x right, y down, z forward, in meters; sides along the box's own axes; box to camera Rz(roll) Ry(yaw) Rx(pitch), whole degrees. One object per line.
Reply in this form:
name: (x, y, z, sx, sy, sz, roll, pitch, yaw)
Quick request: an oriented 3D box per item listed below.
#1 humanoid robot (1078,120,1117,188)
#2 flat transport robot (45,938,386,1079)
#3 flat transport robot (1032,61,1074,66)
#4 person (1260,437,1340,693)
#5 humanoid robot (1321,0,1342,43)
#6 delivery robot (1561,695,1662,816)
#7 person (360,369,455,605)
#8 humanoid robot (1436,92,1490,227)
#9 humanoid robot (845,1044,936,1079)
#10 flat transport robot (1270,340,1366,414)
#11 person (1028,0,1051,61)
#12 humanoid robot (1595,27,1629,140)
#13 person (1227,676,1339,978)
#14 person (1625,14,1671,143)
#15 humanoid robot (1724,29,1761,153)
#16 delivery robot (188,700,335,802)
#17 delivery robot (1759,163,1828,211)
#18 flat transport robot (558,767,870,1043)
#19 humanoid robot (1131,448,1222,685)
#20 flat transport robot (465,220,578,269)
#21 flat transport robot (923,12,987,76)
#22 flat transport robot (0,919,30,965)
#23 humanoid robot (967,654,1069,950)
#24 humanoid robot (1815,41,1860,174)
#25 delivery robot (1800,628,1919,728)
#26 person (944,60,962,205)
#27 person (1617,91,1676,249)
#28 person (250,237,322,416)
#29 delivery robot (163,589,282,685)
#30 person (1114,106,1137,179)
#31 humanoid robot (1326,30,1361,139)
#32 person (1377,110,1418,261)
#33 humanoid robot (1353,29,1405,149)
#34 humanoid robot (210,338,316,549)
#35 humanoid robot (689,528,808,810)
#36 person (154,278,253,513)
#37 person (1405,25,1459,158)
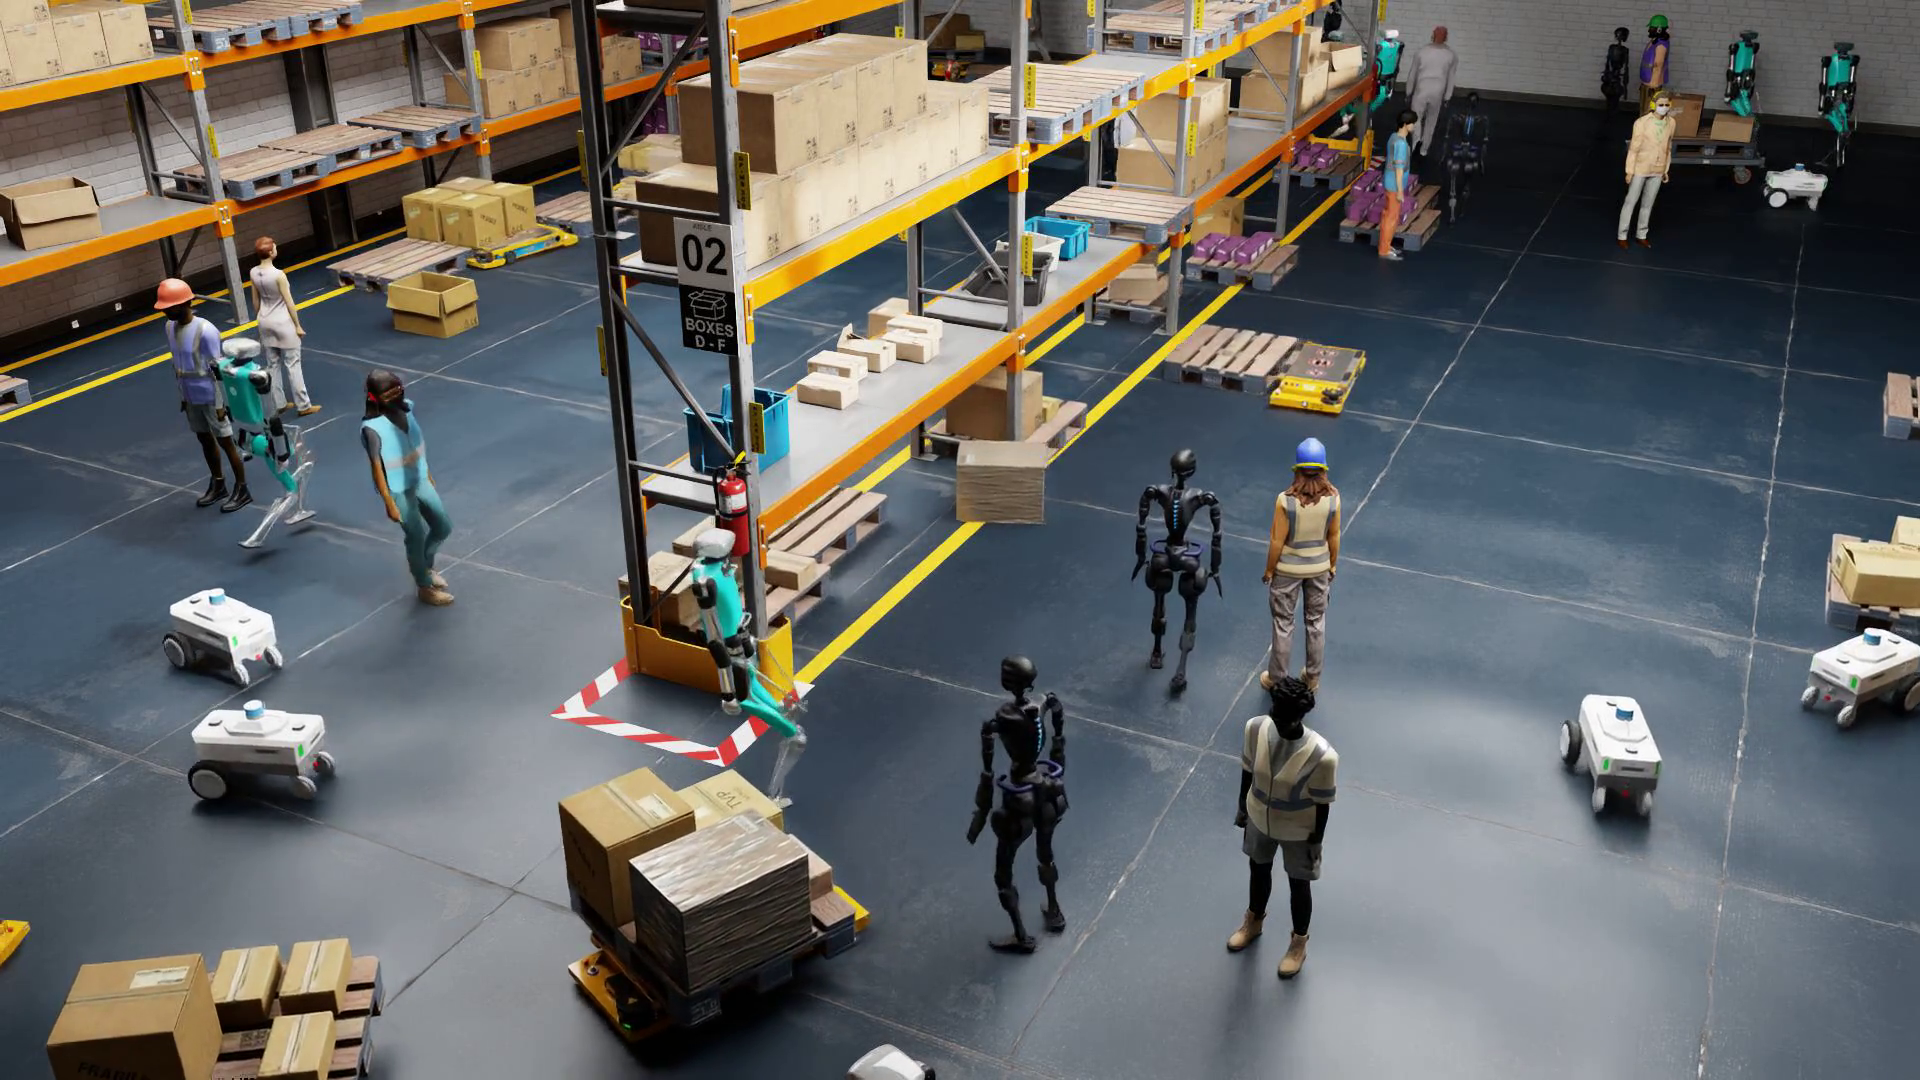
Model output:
humanoid robot: (1.907, -5.604, 22.524, 0.612, 1.620, 0.608, -22, 34, -37)
flat transport robot: (-3.326, 2.504, 7.720, 0.659, 0.231, 1.431, -4, 27, -9)
flat transport robot: (1.446, -6.583, 26.076, 1.431, 0.231, 0.659, 0, 26, -1)
person: (2.190, 0.181, 10.711, 0.481, 1.776, 0.313, -4, 27, -8)
humanoid robot: (6.141, -8.233, 27.828, 0.410, 1.631, 0.603, 19, 32, 34)
delivery robot: (3.931, 1.244, 9.962, 0.499, 0.612, 0.805, 4, 27, 7)
person: (-3.880, -0.364, 11.736, 0.453, 1.843, 0.570, 11, 28, 21)
humanoid robot: (6.334, -4.830, 20.988, 0.585, 1.628, 0.751, 5, 27, 9)
humanoid robot: (-0.070, 2.553, 5.815, 0.735, 1.677, 0.533, 17, 31, 31)
flat transport robot: (3.452, -1.574, 15.958, 0.659, 0.231, 1.431, 10, 28, 19)
person: (1.281, -9.198, 29.692, 0.954, 1.768, 0.518, 11, 28, 20)
humanoid robot: (9.878, -6.881, 25.081, 0.335, 1.647, 0.589, -6, 27, -12)
person: (1.611, 1.412, 8.325, 0.534, 1.693, 0.321, 21, 33, 36)
person: (10.233, -6.782, 24.620, 0.427, 1.924, 0.530, 2, 26, 4)
humanoid robot: (11.491, -6.412, 24.176, 0.547, 1.874, 0.841, -12, 29, -23)
delivery robot: (-4.192, 1.238, 9.953, 0.789, 0.593, 0.499, 2, 26, 5)
delivery robot: (10.923, -4.631, 21.810, 0.766, 0.594, 0.529, 6, 27, 11)
flat transport robot: (-1.233, 2.060, 8.616, 1.431, 0.231, 0.659, -20, 32, -34)
humanoid robot: (1.417, 0.170, 10.859, 0.609, 1.644, 0.580, 7, 27, 14)
flat transport robot: (-5.348, -3.545, 19.940, 0.659, 0.231, 1.431, 18, 32, 32)
flat transport robot: (-0.139, -8.689, 30.330, 0.659, 0.231, 1.431, 2, 26, 4)
flat transport robot: (-5.294, 2.296, 8.140, 0.659, 0.231, 1.431, 2, 26, 5)
humanoid robot: (0.339, 1.329, 8.502, 0.600, 1.639, 0.376, -18, 32, -32)
humanoid robot: (12.424, -6.013, 23.302, 0.540, 1.754, 1.019, -3, 27, -6)
delivery robot: (5.846, 0.855, 10.748, 0.813, 0.612, 0.499, -14, 30, -26)
person: (-0.147, -5.360, 21.838, 0.391, 1.838, 0.563, 8, 27, 15)
person: (8.233, -4.442, 19.943, 0.564, 1.875, 0.391, -4, 27, -9)
person: (-6.187, -1.937, 15.117, 0.451, 1.660, 0.288, 9, 28, 18)
delivery robot: (-4.978, 0.609, 11.223, 0.774, 0.592, 0.499, 15, 30, 28)
person: (2.208, -5.036, 21.302, 0.555, 1.732, 0.421, 13, 29, 25)
humanoid robot: (5.717, -6.509, 24.333, 1.000, 1.762, 0.532, 17, 31, 31)
person: (5.123, -4.161, 19.508, 0.329, 1.758, 0.503, 3, 26, 6)
humanoid robot: (6.102, -6.652, 24.602, 0.539, 1.818, 0.712, -12, 29, -23)
humanoid robot: (-5.207, -0.765, 12.680, 0.572, 1.735, 1.020, 13, 29, 24)
humanoid robot: (-1.133, 0.777, 9.573, 0.758, 1.791, 0.556, 1, 26, 2)
person: (-6.043, -1.148, 13.231, 0.540, 1.931, 0.382, 13, 29, 24)
person: (6.769, -6.422, 23.946, 0.684, 1.879, 0.699, 4, 27, 8)
